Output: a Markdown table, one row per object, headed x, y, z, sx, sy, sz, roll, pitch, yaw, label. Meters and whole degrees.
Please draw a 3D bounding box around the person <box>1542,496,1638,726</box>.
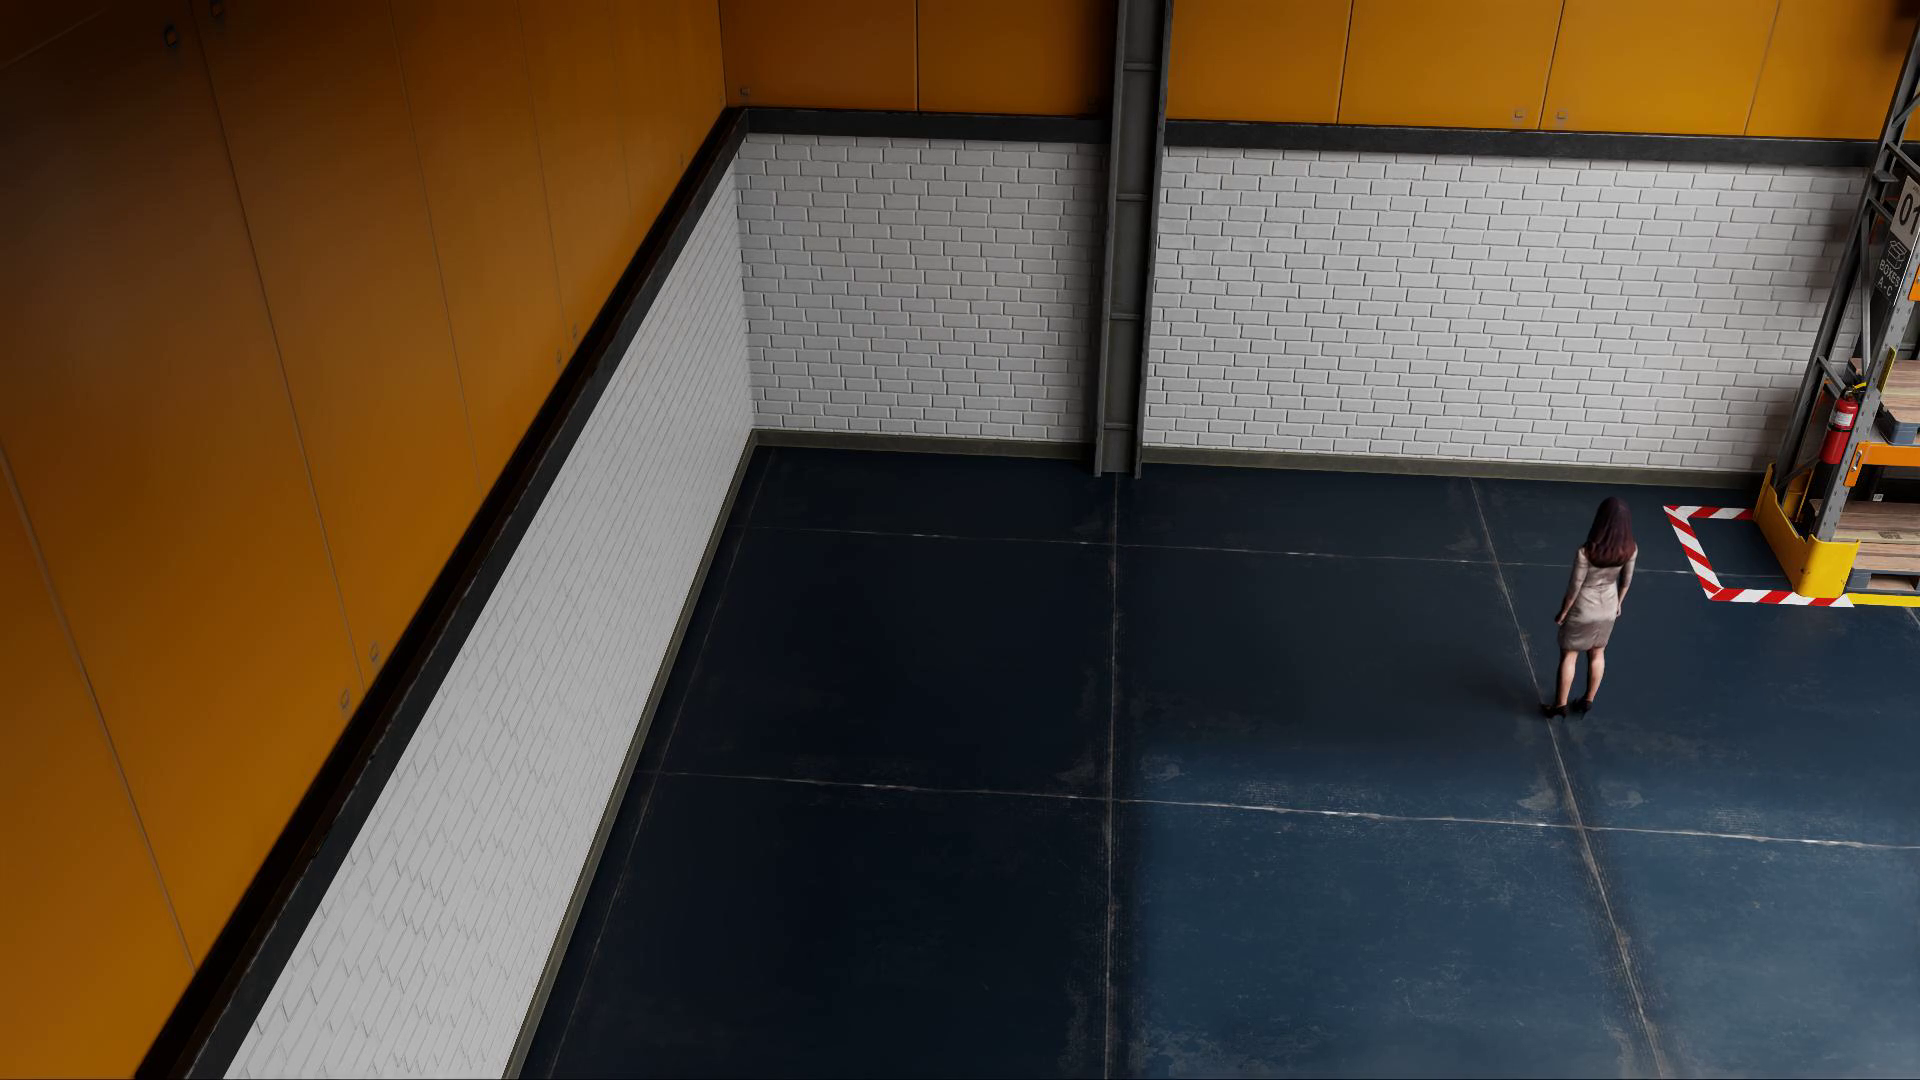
| x | y | z | sx | sy | sz | roll | pitch | yaw | label |
| --- | --- | --- | --- | --- | --- | --- | --- | --- | --- |
| 4.192 | 0.481 | 11.069 | 0.542 | 1.744 | 0.714 | -6 | 34 | -9 | person |
